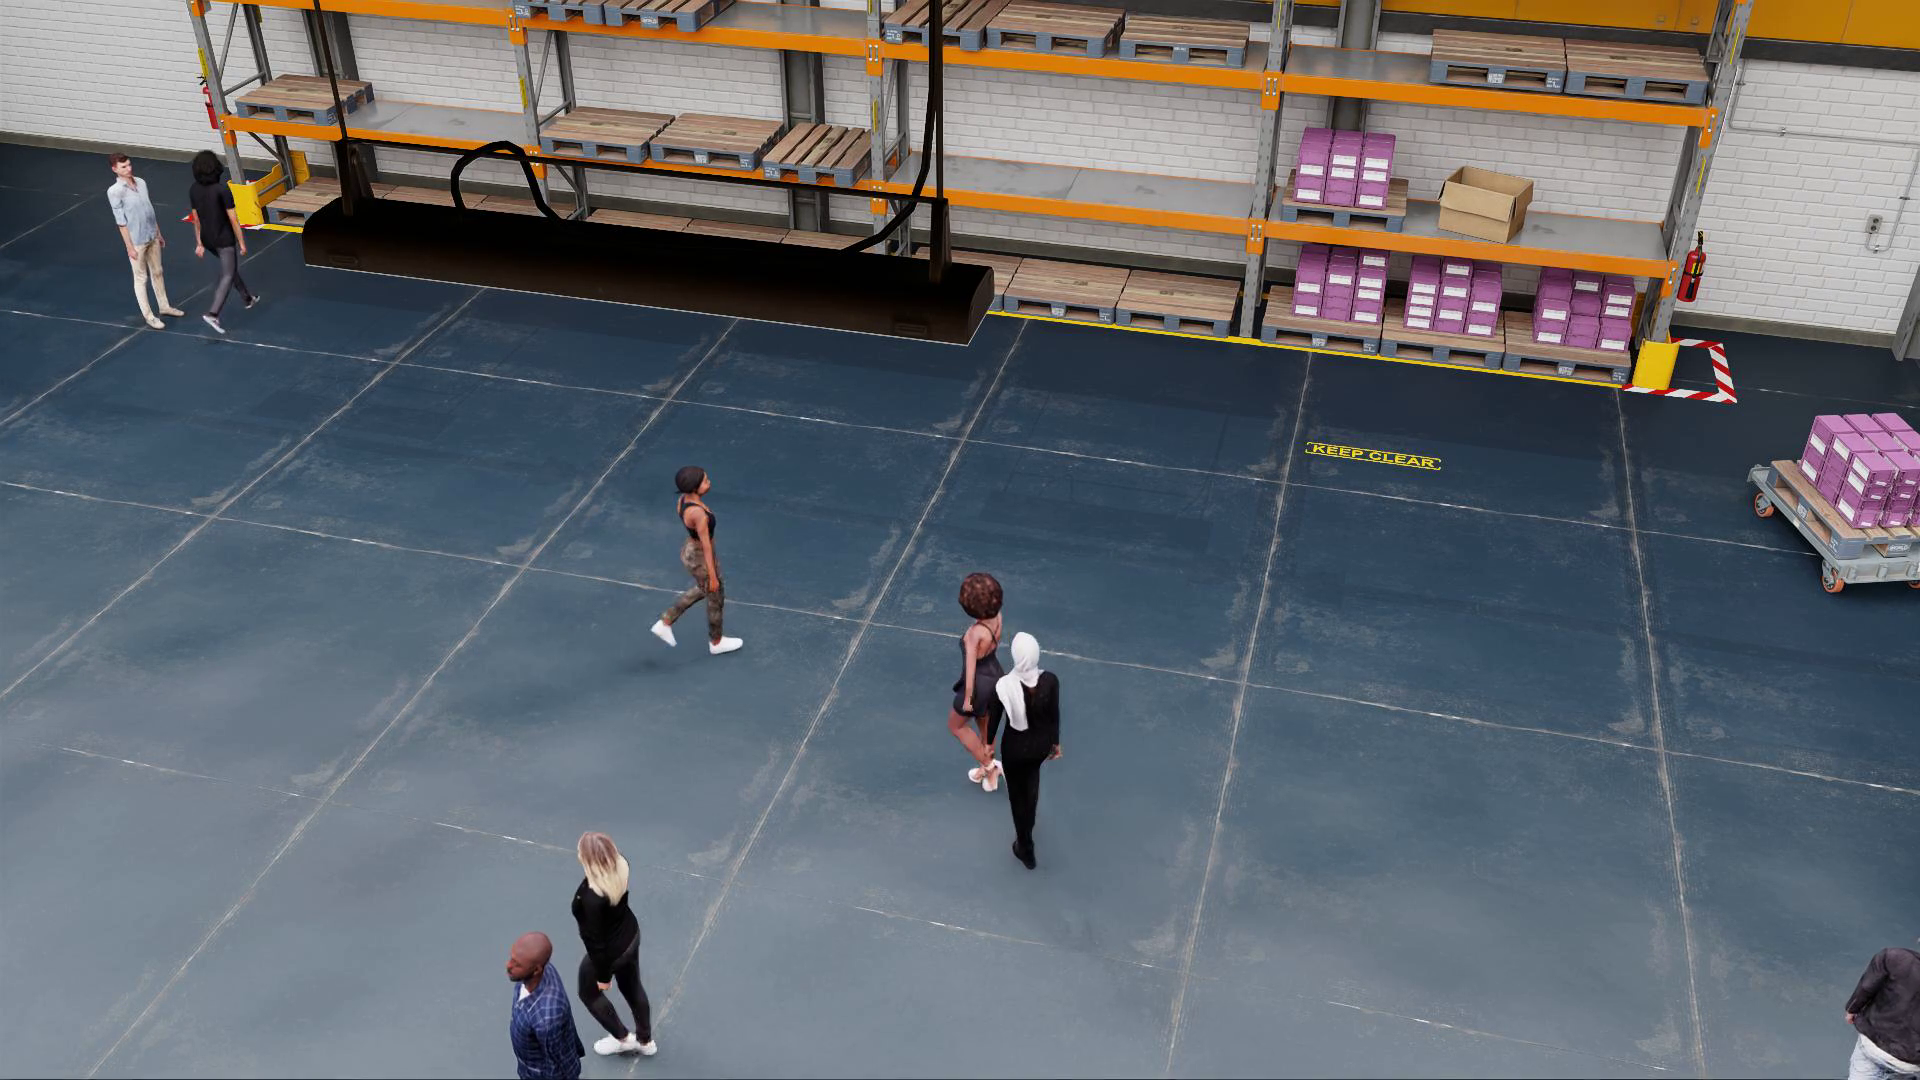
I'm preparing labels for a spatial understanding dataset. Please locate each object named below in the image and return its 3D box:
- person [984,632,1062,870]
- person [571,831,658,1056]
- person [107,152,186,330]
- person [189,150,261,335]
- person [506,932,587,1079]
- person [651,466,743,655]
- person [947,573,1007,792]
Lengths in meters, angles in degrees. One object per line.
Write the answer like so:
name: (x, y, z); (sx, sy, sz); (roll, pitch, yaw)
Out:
person: (0.450, 1.402, 10.538); (0.758, 1.765, 0.826); (-9, 35, -13)
person: (-1.848, 2.300, 9.269); (0.580, 1.673, 0.625); (8, 35, 12)
person: (-8.525, -3.145, 17.305); (0.575, 1.847, 0.662); (12, 35, 17)
person: (-7.737, -3.047, 17.235); (1.161, 1.760, 0.752); (8, 34, 12)
person: (-2.112, 2.679, 8.568); (0.810, 1.817, 0.764); (-15, 36, -21)
person: (-2.008, 0.195, 12.424); (0.996, 1.687, 0.887); (-13, 36, -18)
person: (0.210, 1.016, 11.108); (0.732, 1.776, 0.655); (17, 37, 24)
